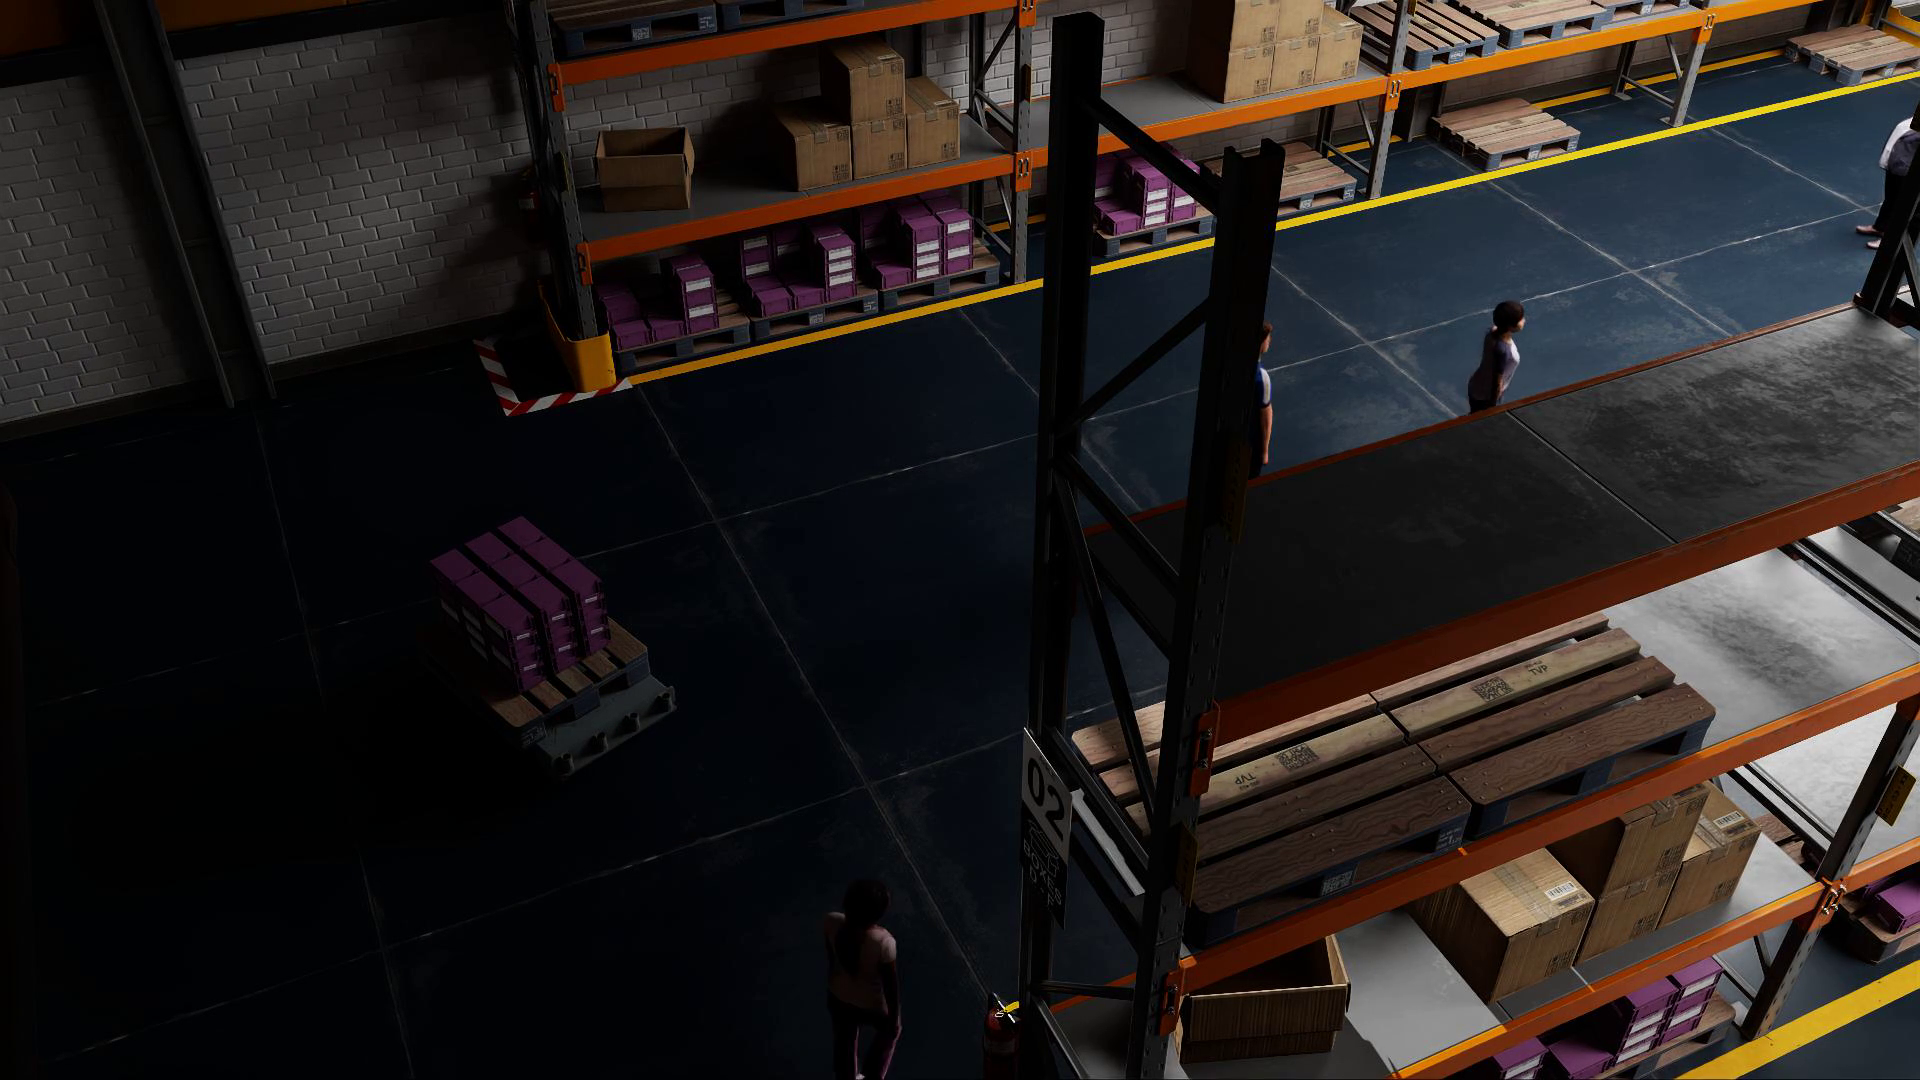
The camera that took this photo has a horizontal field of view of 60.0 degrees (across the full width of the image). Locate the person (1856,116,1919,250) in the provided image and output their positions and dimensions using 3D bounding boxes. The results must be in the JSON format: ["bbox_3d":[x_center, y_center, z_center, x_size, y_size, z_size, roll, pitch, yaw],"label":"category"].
[{"bbox_3d":[8.871,-3.501,15.552,0.834,1.597,0.797,6,39,7],"label":"person"}]

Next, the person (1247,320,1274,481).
[{"bbox_3d":[2.009,-0.762,11.906,0.590,1.866,0.677,-20,43,-23],"label":"person"}]

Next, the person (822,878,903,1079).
[{"bbox_3d":[-0.519,2.325,8.149,0.781,1.731,0.840,13,40,15],"label":"person"}]

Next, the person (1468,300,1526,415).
[{"bbox_3d":[3.948,-1.142,12.635,0.863,1.550,0.746,0,39,1],"label":"person"}]
